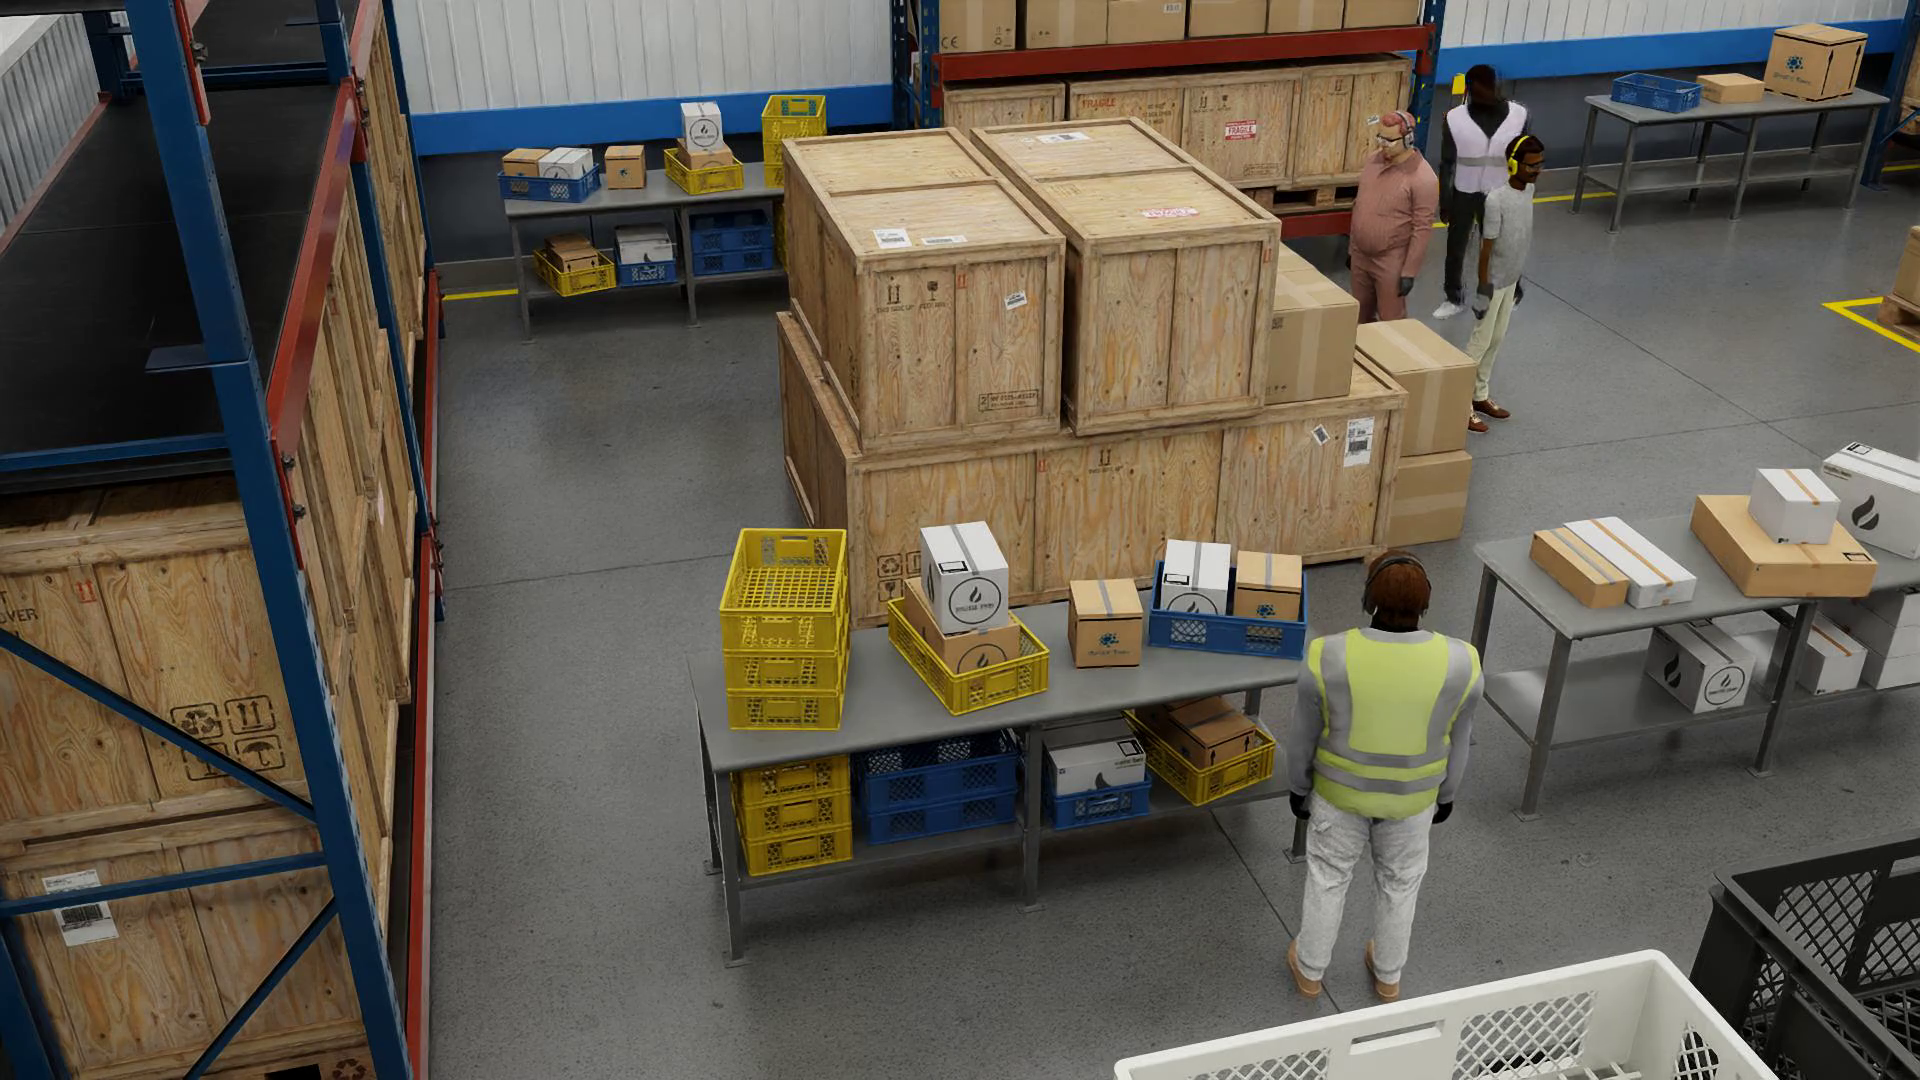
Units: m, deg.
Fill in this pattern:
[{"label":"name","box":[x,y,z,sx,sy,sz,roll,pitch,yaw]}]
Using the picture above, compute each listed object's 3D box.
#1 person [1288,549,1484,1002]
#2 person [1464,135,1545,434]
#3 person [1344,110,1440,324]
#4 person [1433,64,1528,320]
[{"label":"person","box":[1.466,0.865,5.916,0.619,1.836,0.430,4,29,8]},{"label":"person","box":[3.366,-1.593,10.336,0.311,1.869,0.534,24,37,37]},{"label":"person","box":[2.708,-1.813,10.700,0.410,1.905,0.641,-16,33,-26]},{"label":"person","box":[3.793,-2.491,11.965,0.771,1.871,0.393,0,29,0]}]
